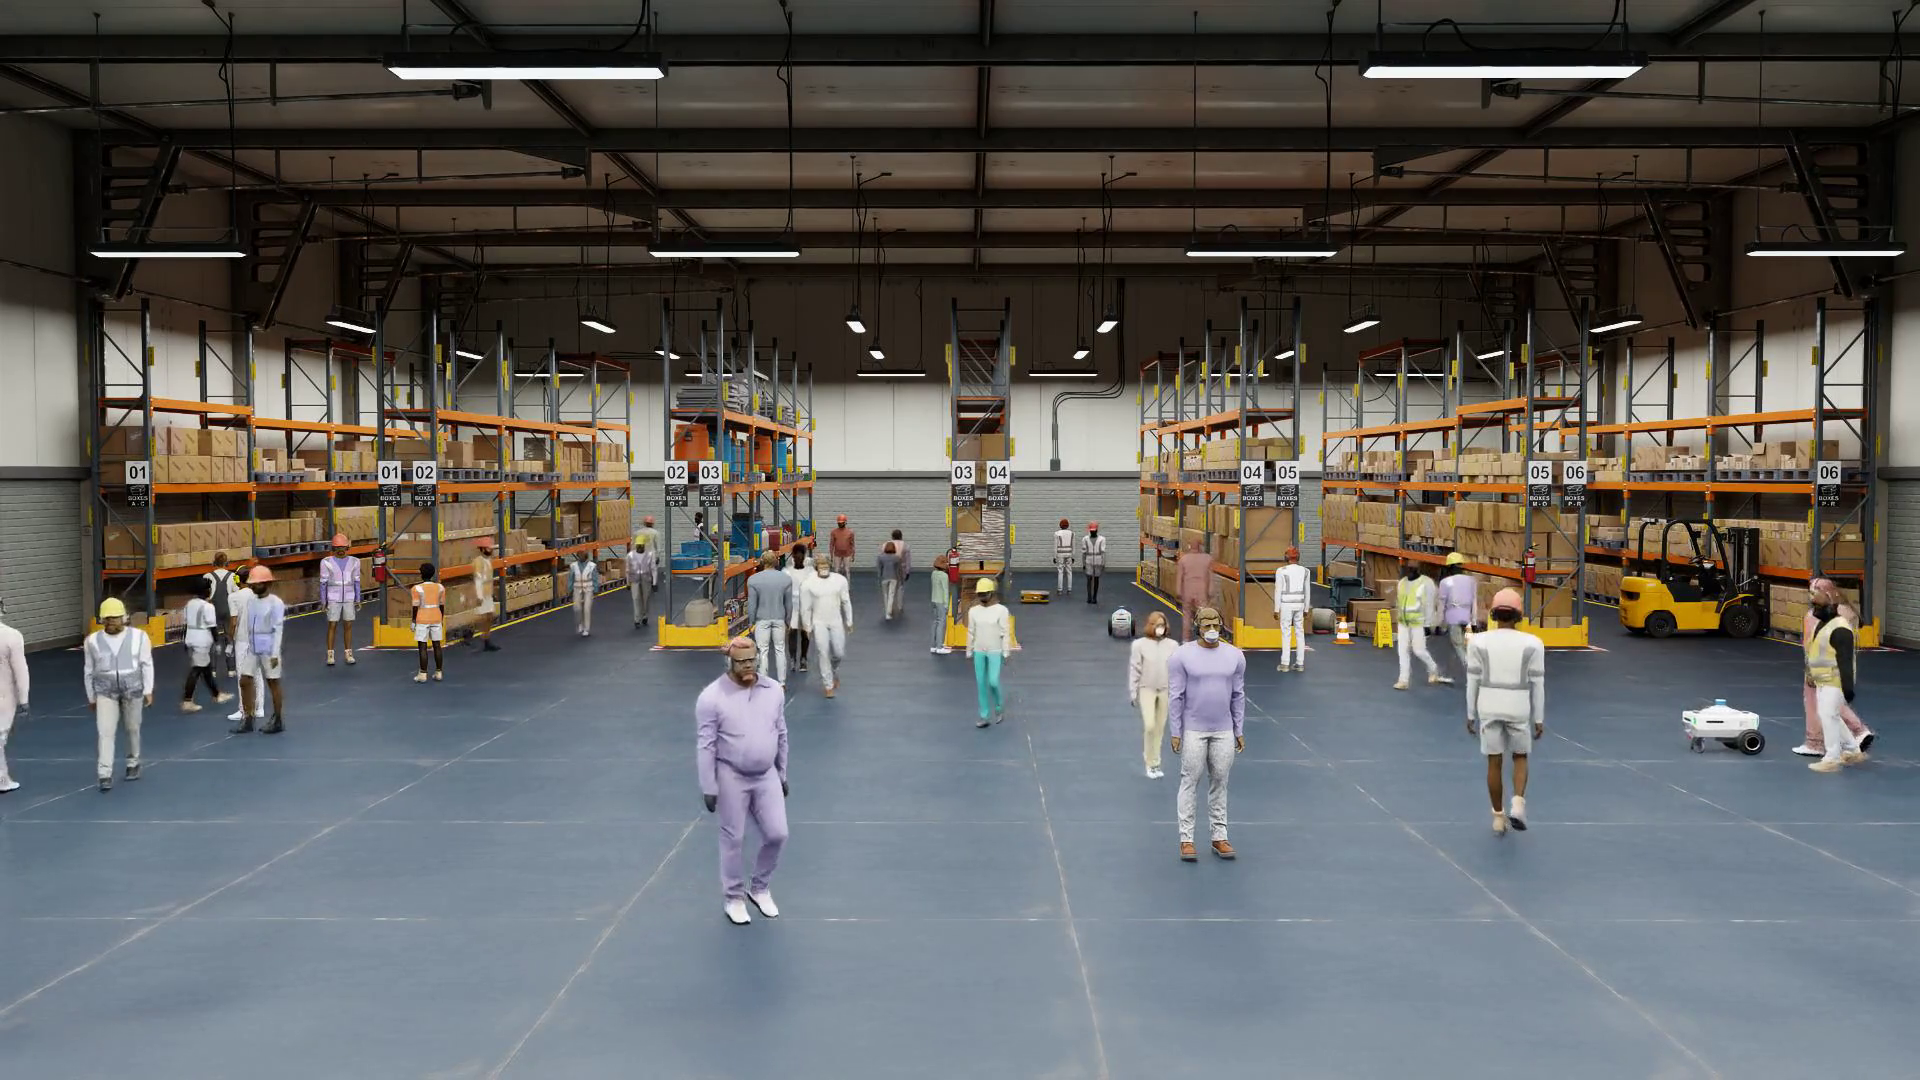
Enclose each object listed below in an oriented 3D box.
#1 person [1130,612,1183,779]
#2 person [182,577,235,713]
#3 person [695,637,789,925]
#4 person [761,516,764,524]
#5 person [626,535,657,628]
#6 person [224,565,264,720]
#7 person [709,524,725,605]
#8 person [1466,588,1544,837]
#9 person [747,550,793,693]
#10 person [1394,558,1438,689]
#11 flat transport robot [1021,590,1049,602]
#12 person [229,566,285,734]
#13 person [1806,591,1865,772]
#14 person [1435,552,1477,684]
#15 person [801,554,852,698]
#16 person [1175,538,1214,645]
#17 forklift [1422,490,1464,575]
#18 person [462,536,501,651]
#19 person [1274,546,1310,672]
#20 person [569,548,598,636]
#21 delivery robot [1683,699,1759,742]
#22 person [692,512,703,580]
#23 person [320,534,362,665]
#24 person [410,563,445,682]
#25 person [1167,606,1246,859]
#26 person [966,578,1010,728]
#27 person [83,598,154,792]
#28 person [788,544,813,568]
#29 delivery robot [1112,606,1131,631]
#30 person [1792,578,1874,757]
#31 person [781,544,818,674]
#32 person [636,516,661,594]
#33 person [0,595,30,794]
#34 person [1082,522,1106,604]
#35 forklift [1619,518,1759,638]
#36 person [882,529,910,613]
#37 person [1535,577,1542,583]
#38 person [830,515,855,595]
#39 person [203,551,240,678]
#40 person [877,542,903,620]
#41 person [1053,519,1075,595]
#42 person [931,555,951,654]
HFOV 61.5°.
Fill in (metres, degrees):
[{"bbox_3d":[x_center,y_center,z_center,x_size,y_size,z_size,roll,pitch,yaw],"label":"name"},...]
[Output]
[{"bbox_3d":[1.932,1.505,15.639,0.521,1.613,0.559,-1,2,-16],"label":"person"},{"bbox_3d":[-9.400,1.299,20.229,0.553,1.659,0.829,2,3,36],"label":"person"},{"bbox_3d":[-1.394,1.577,10.610,0.671,1.882,0.480,-1,3,-32],"label":"person"},{"bbox_3d":[-5.811,0.193,46.508,1.015,1.815,0.535,2,3,42],"label":"person"},{"bbox_3d":[-6.206,0.793,31.459,0.600,1.803,0.873,0,2,-9],"label":"person"},{"bbox_3d":[-8.641,1.231,19.504,0.328,1.873,0.520,1,3,28],"label":"person"},{"bbox_3d":[-5.527,0.563,36.752,0.600,1.833,0.404,-1,2,-17],"label":"person"},{"bbox_3d":[4.464,1.406,13.242,0.604,2.029,0.412,1,2,18],"label":"person"},{"bbox_3d":[-2.573,1.105,21.851,0.631,1.940,0.372,-1,2,-19],"label":"person"},{"bbox_3d":[6.286,1.147,22.247,0.603,1.819,0.636,-2,3,-38],"label":"person"},{"bbox_3d":[1.745,1.315,37.773,0.652,0.197,1.431,0,2,2],"label":"flat transport robot"},{"bbox_3d":[-7.975,1.256,18.286,0.585,1.912,0.762,1,2,23],"label":"person"},{"bbox_3d":[8.720,1.404,16.046,0.556,1.811,0.634,0,2,12],"label":"person"},{"bbox_3d":[6.970,1.109,22.538,0.596,1.883,0.955,-1,2,-23],"label":"person"},{"bbox_3d":[-1.775,1.133,21.485,0.671,1.911,0.523,0,2,-12],"label":"person"},{"bbox_3d":[4.068,0.896,28.007,0.682,1.865,0.471,0,2,1],"label":"person"},{"bbox_3d":[13.926,-0.371,47.846,1.873,2.768,1.129,0,2,0],"label":"forklift"},{"bbox_3d":[-8.015,0.900,27.126,0.523,1.927,0.561,0,2,6],"label":"person"},{"bbox_3d":[5.003,1.036,24.301,0.571,1.881,0.343,-1,2,-18],"label":"person"},{"bbox_3d":[-6.898,0.950,29.567,0.537,1.623,0.373,0,2,-1],"label":"person"},{"bbox_3d":[8.105,1.945,17.213,0.707,0.478,0.477,0,2,2],"label":"delivery robot"},{"bbox_3d":[-7.350,0.170,45.624,0.383,1.918,0.597,-1,2,-23],"label":"person"},{"bbox_3d":[-9.638,0.922,25.156,0.615,2.040,0.391,-1,3,-33],"label":"person"},{"bbox_3d":[-7.611,1.175,23.084,0.315,1.696,0.541,2,3,39],"label":"person"},{"bbox_3d":[1.910,1.478,12.464,0.630,1.940,0.372,0,2,-12],"label":"person"},{"bbox_3d":[0.309,1.315,18.852,0.541,1.750,0.363,1,3,27],"label":"person"},{"bbox_3d":[-8.004,1.439,15.369,0.594,1.794,0.897,-1,3,-25],"label":"person"},{"bbox_3d":[-3.112,0.885,31.190,0.540,1.617,0.621,0,2,10],"label":"person"},{"bbox_3d":[2.967,1.452,29.632,0.477,0.478,0.707,0,2,6],"label":"delivery robot"},{"bbox_3d":[9.128,1.335,16.856,0.689,1.874,0.648,-1,3,-27],"label":"person"},{"bbox_3d":[-2.375,1.026,23.995,0.632,1.911,0.990,0,2,-6],"label":"person"},{"bbox_3d":[-7.651,0.392,39.707,0.625,1.939,1.019,0,2,1],"label":"person"},{"bbox_3d":[-8.842,1.428,14.675,0.677,1.873,0.894,0,2,5],"label":"person"},{"bbox_3d":[3.064,0.536,36.878,0.552,1.874,1.024,0,2,5],"label":"person"},{"bbox_3d":[13.417,0.684,29.791,2.313,2.155,1.214,0,2,0],"label":"forklift"},{"bbox_3d":[-1.375,0.665,34.454,0.631,1.816,0.805,0,2,4],"label":"person"},{"bbox_3d":[12.956,0.625,36.492,0.320,1.737,0.483,-1,3,-26],"label":"person"},{"bbox_3d":[-2.904,0.366,39.834,0.621,1.985,0.400,0,2,1],"label":"person"},{"bbox_3d":[-10.777,1.086,23.572,0.503,1.839,0.329,-1,3,-28],"label":"person"},{"bbox_3d":[-1.423,0.831,33.073,0.517,1.578,0.872,0,2,7],"label":"person"},{"bbox_3d":[2.587,0.411,40.043,0.578,1.882,0.339,-1,2,-21],"label":"person"},{"bbox_3d":[-0.324,1.062,26.776,0.272,1.630,0.503,-1,3,-28],"label":"person"}]
